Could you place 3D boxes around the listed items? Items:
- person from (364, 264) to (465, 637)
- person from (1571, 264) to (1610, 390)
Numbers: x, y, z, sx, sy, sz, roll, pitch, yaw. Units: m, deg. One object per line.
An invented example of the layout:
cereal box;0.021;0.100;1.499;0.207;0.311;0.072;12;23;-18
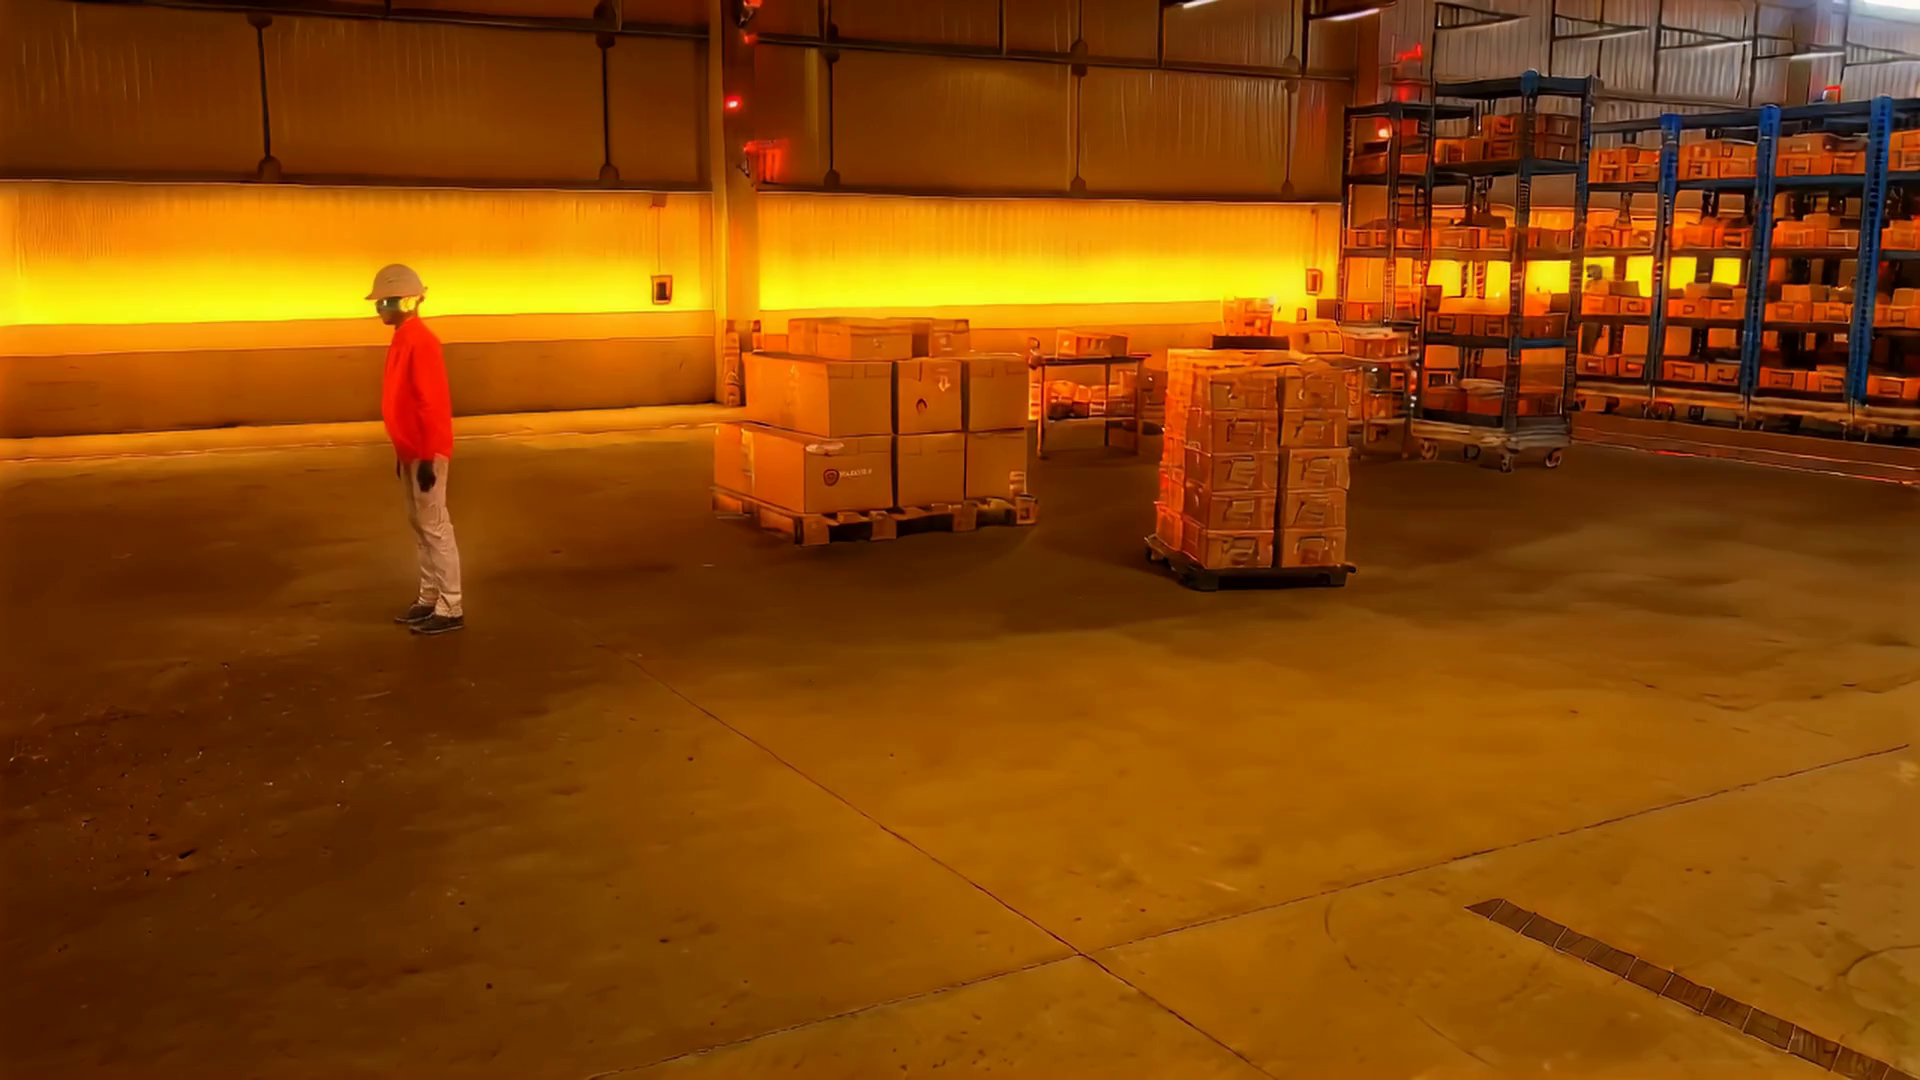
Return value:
person;-2.932;-0.477;8.924;0.416;1.985;0.611;-6;12;-31
person;9.087;-3.033;23.841;0.670;1.823;0.584;-1;10;-7
